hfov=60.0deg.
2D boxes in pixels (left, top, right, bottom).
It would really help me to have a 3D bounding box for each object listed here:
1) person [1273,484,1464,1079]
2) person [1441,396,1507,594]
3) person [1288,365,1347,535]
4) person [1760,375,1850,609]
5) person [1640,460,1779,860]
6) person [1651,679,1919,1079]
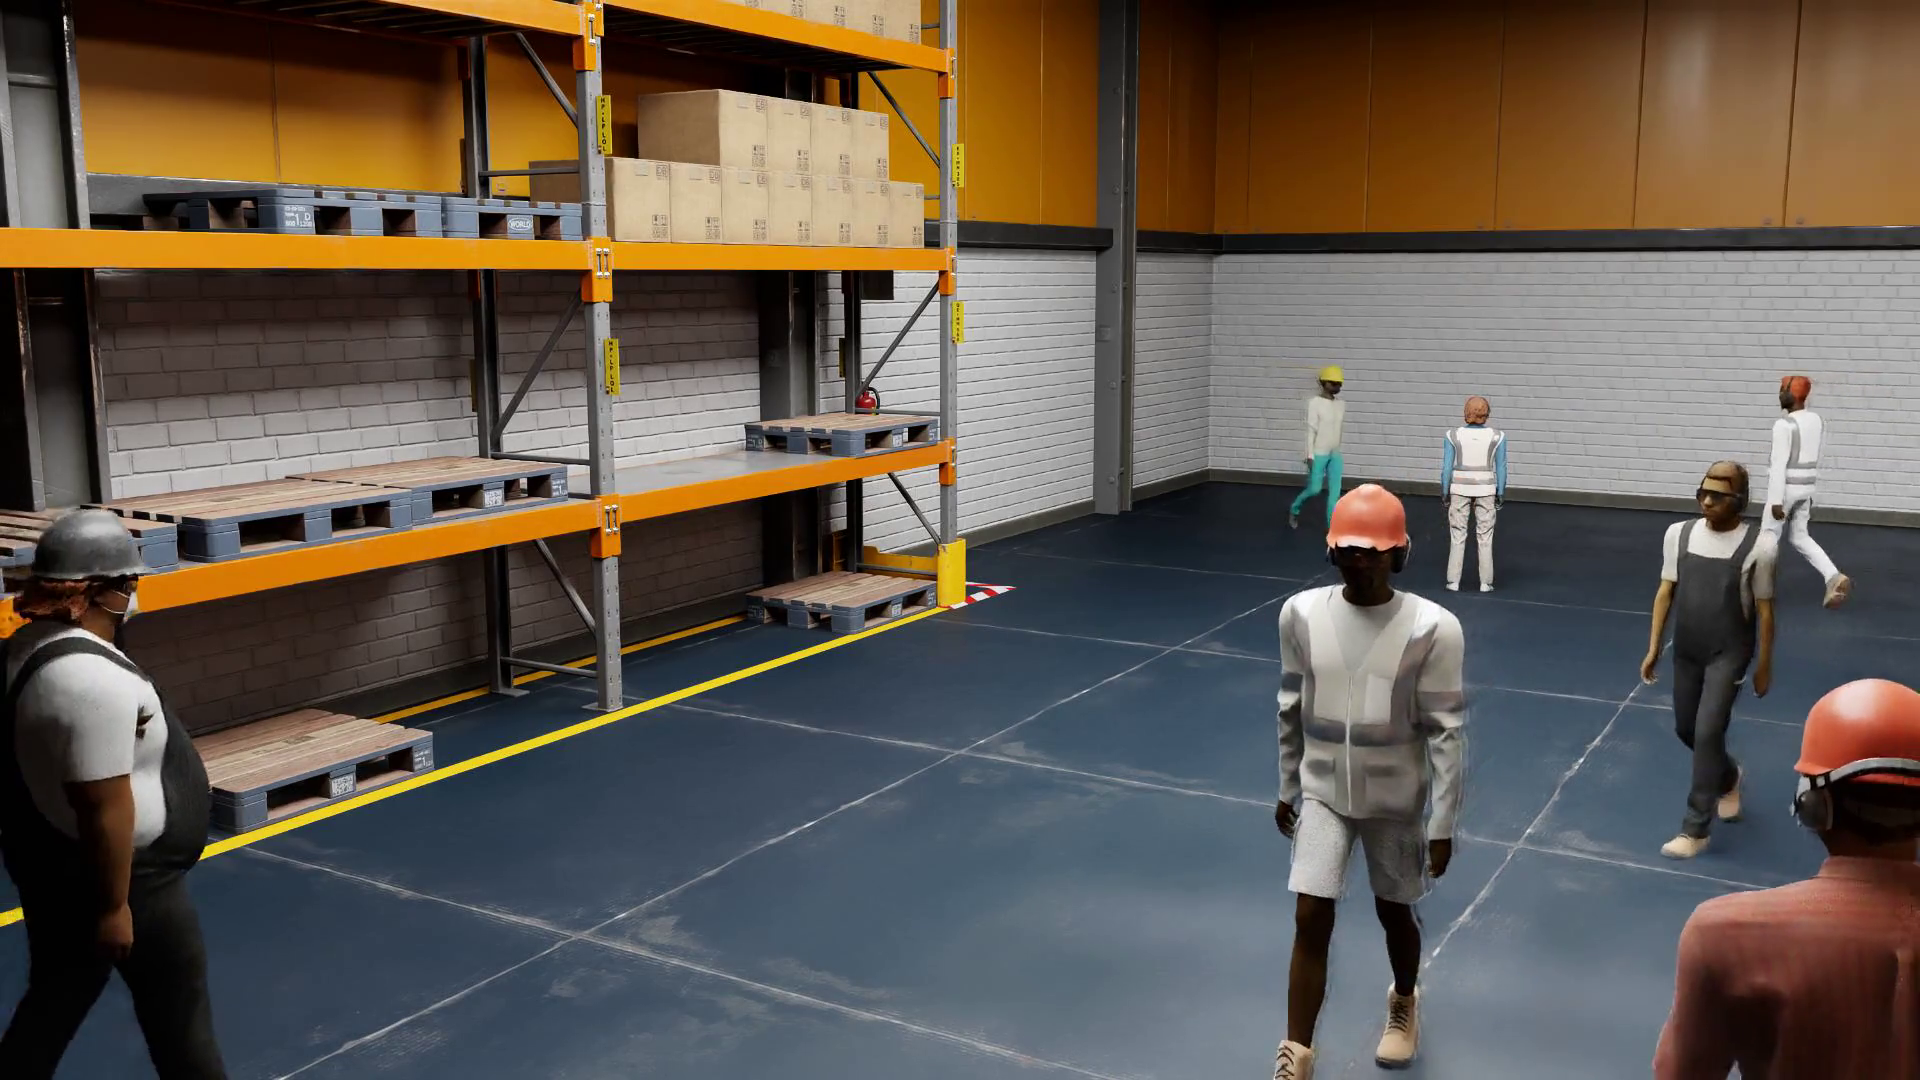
[{"bbox_3d":[1.280,0.812,5.322,0.628,1.998,0.953,5,11,31],"label":"person"},{"bbox_3d":[4.247,-0.369,13.771,0.523,1.639,0.306,2,9,14],"label":"person"},{"bbox_3d":[3.617,-0.881,16.611,0.536,1.748,0.651,-5,10,-29],"label":"person"},{"bbox_3d":[6.594,-0.368,13.082,0.582,1.862,0.798,-4,10,-26],"label":"person"},{"bbox_3d":[3.513,0.521,7.698,0.822,1.819,0.508,-7,11,-36],"label":"person"},{"bbox_3d":[1.513,1.222,2.862,0.621,1.958,0.597,1,9,6],"label":"person"}]
